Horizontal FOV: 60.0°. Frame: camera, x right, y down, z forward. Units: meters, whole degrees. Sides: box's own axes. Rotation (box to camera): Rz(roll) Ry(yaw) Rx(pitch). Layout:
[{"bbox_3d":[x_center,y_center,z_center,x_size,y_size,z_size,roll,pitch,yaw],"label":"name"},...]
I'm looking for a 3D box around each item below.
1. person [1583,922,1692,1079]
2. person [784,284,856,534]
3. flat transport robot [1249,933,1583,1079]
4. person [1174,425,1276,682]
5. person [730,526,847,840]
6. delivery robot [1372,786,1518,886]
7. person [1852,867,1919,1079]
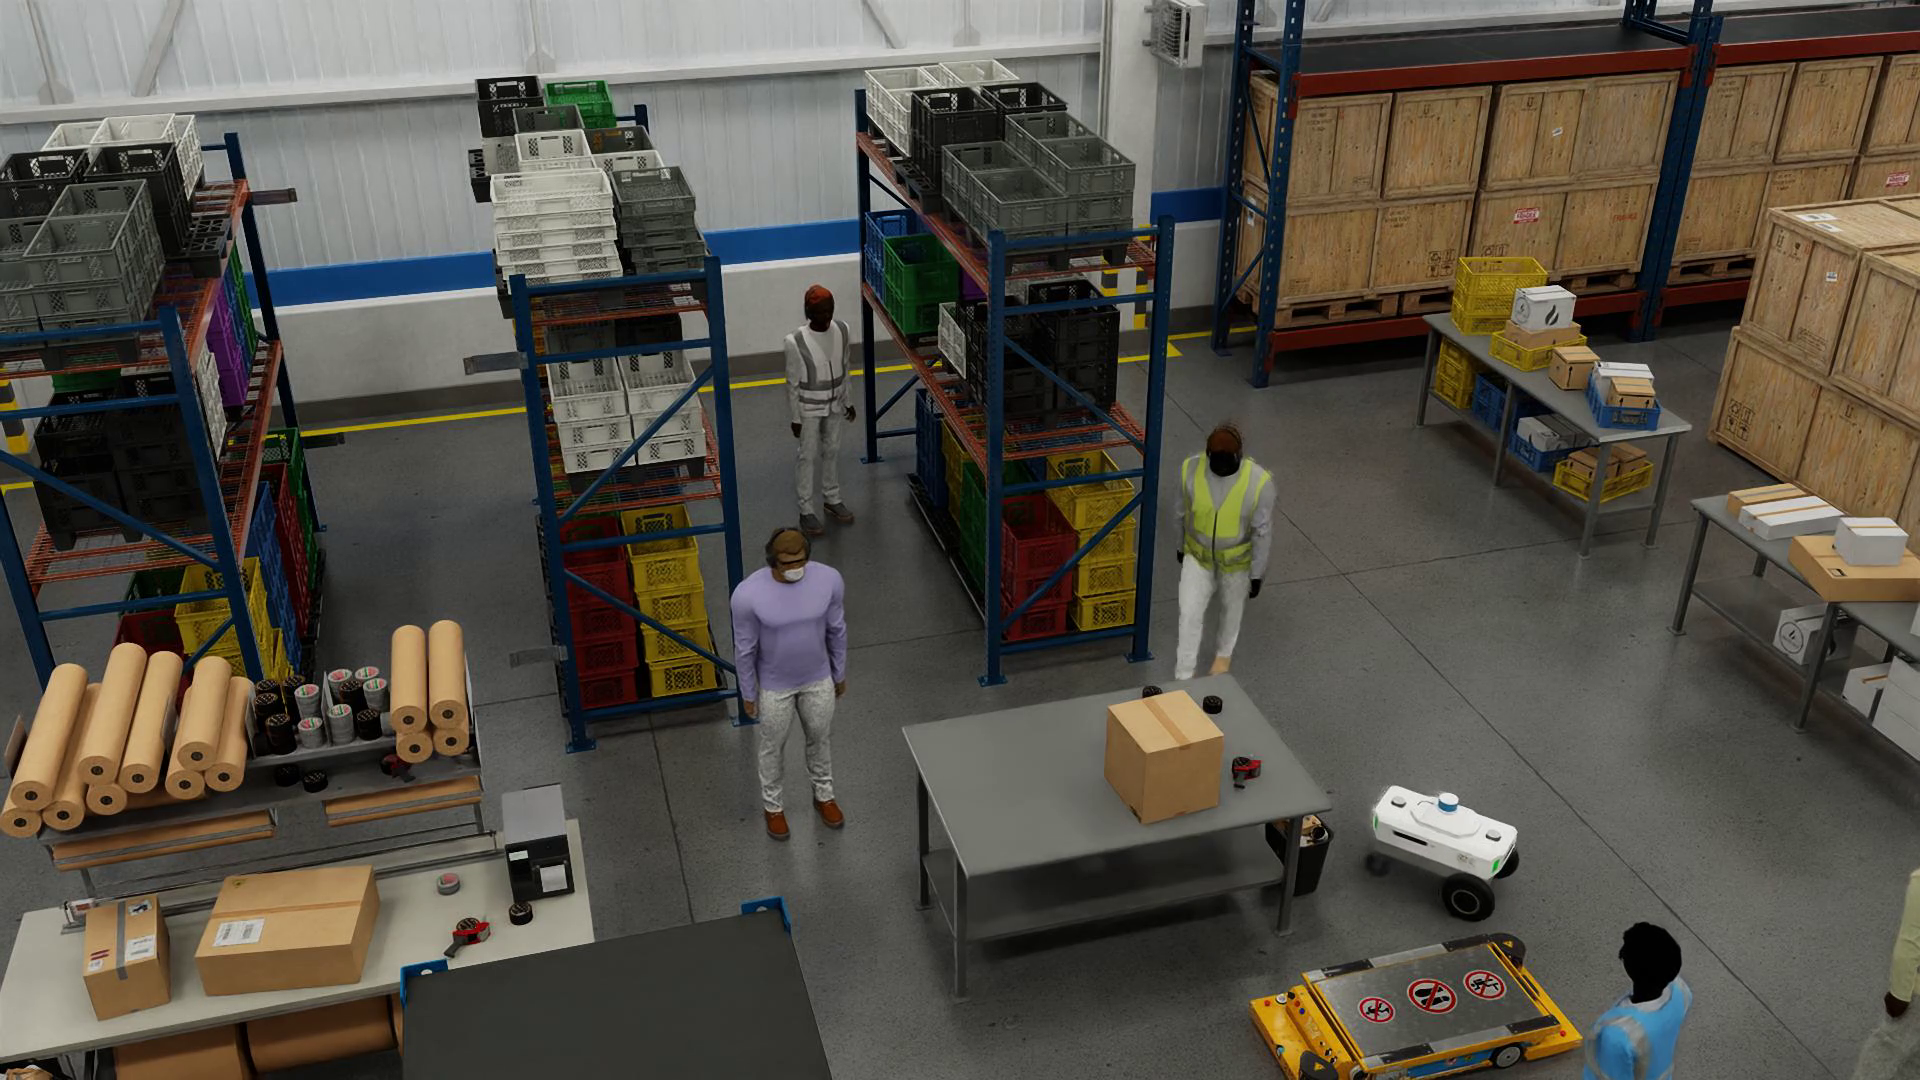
[{"bbox_3d":[2.628,2.223,6.614,0.536,1.699,0.321,-24,37,-36],"label":"person"},{"bbox_3d":[-1.016,-0.973,12.242,0.576,1.882,0.362,-23,36,-35],"label":"person"},{"bbox_3d":[2.184,2.282,7.980,1.431,0.197,0.652,-8,30,-14],"label":"flat transport robot"},{"bbox_3d":[1.581,0.148,10.268,0.639,1.809,0.801,10,30,18],"label":"person"},{"bbox_3d":[-0.907,0.759,9.044,0.629,1.931,0.357,-11,31,-19],"label":"person"},{"bbox_3d":[2.577,1.572,8.886,0.707,0.478,0.477,18,33,29],"label":"delivery robot"},{"bbox_3d":[4.242,1.853,7.155,0.600,1.827,0.404,-12,31,-21],"label":"person"}]
